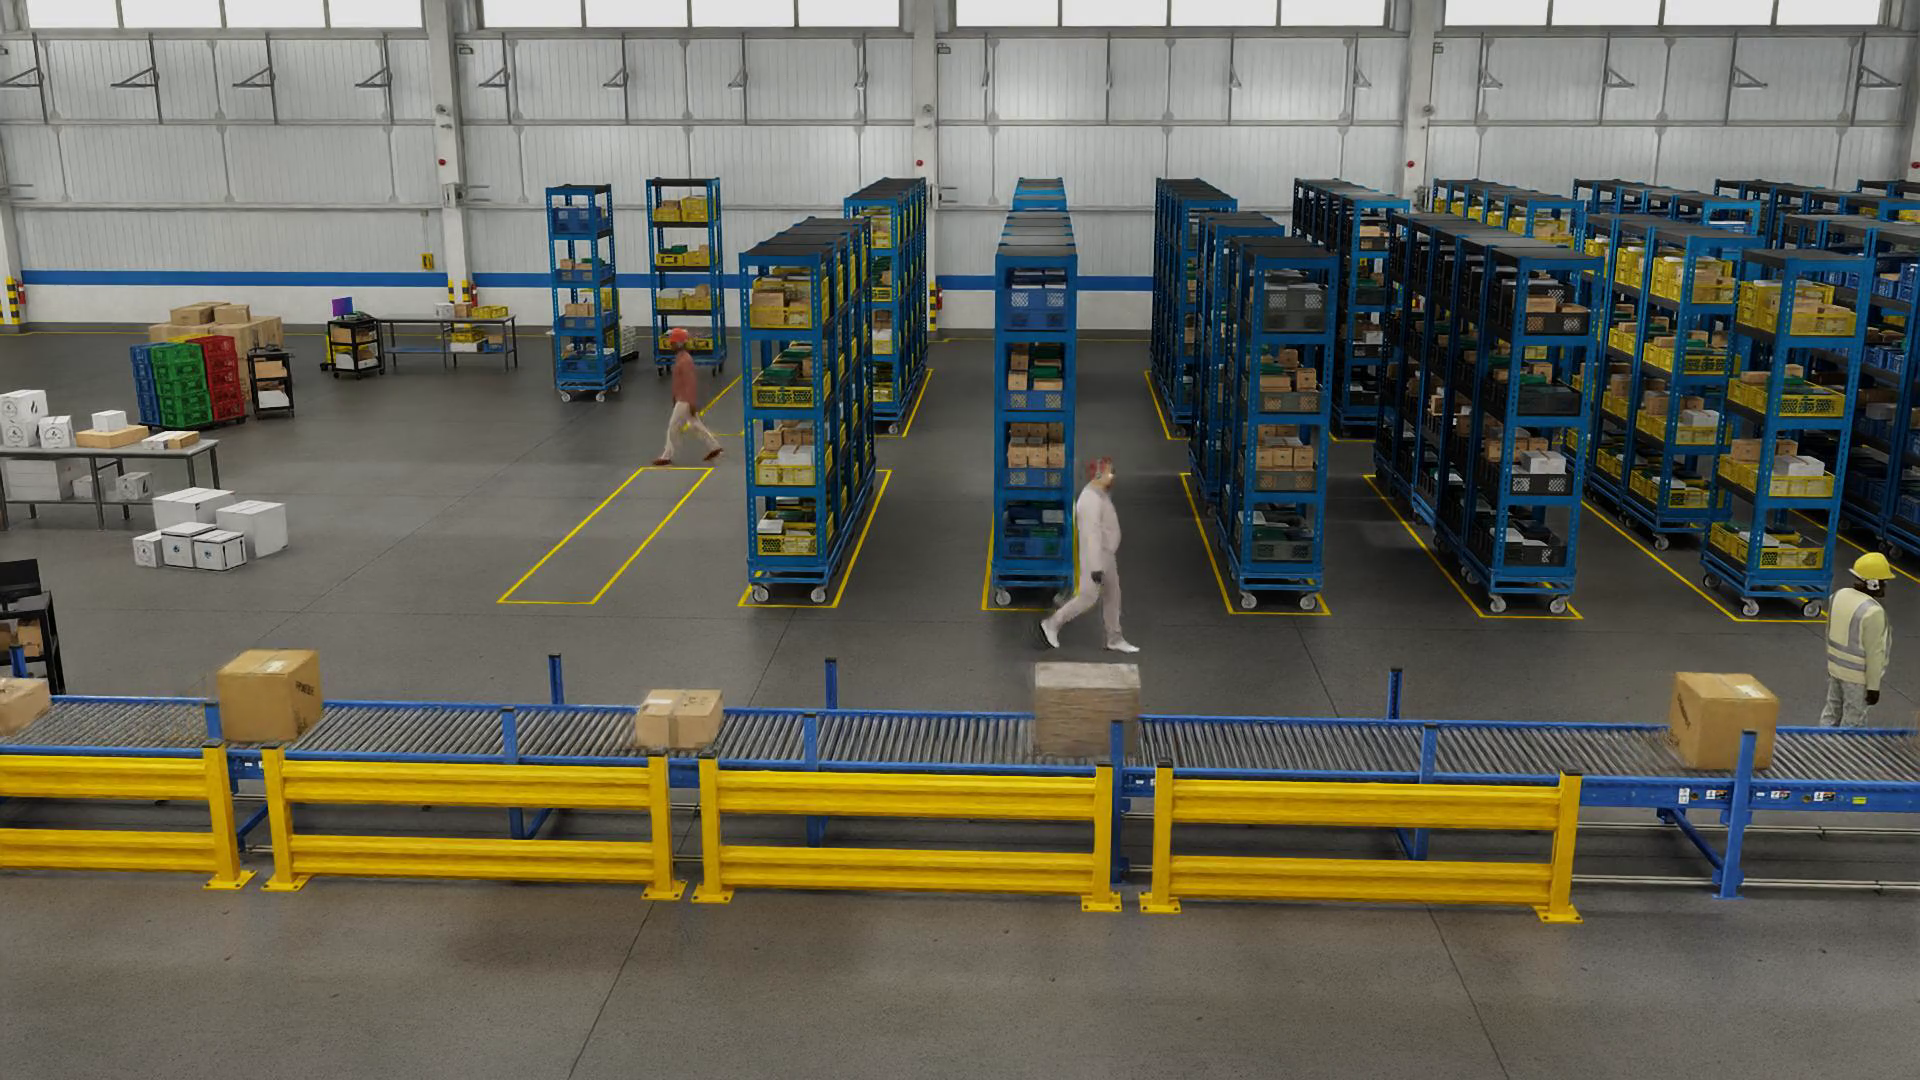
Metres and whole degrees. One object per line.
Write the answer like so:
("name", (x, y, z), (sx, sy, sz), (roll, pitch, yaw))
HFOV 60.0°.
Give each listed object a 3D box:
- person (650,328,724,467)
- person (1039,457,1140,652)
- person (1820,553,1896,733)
("person", (-3.819, -2.007, 23.316), (1.046, 1.948, 0.634), (-4, 16, -15))
("person", (1.217, 0.145, 15.443), (0.863, 1.881, 0.647), (4, 16, 15))
("person", (6.698, 0.981, 12.424), (0.404, 1.832, 0.600), (-1, 15, -4))
